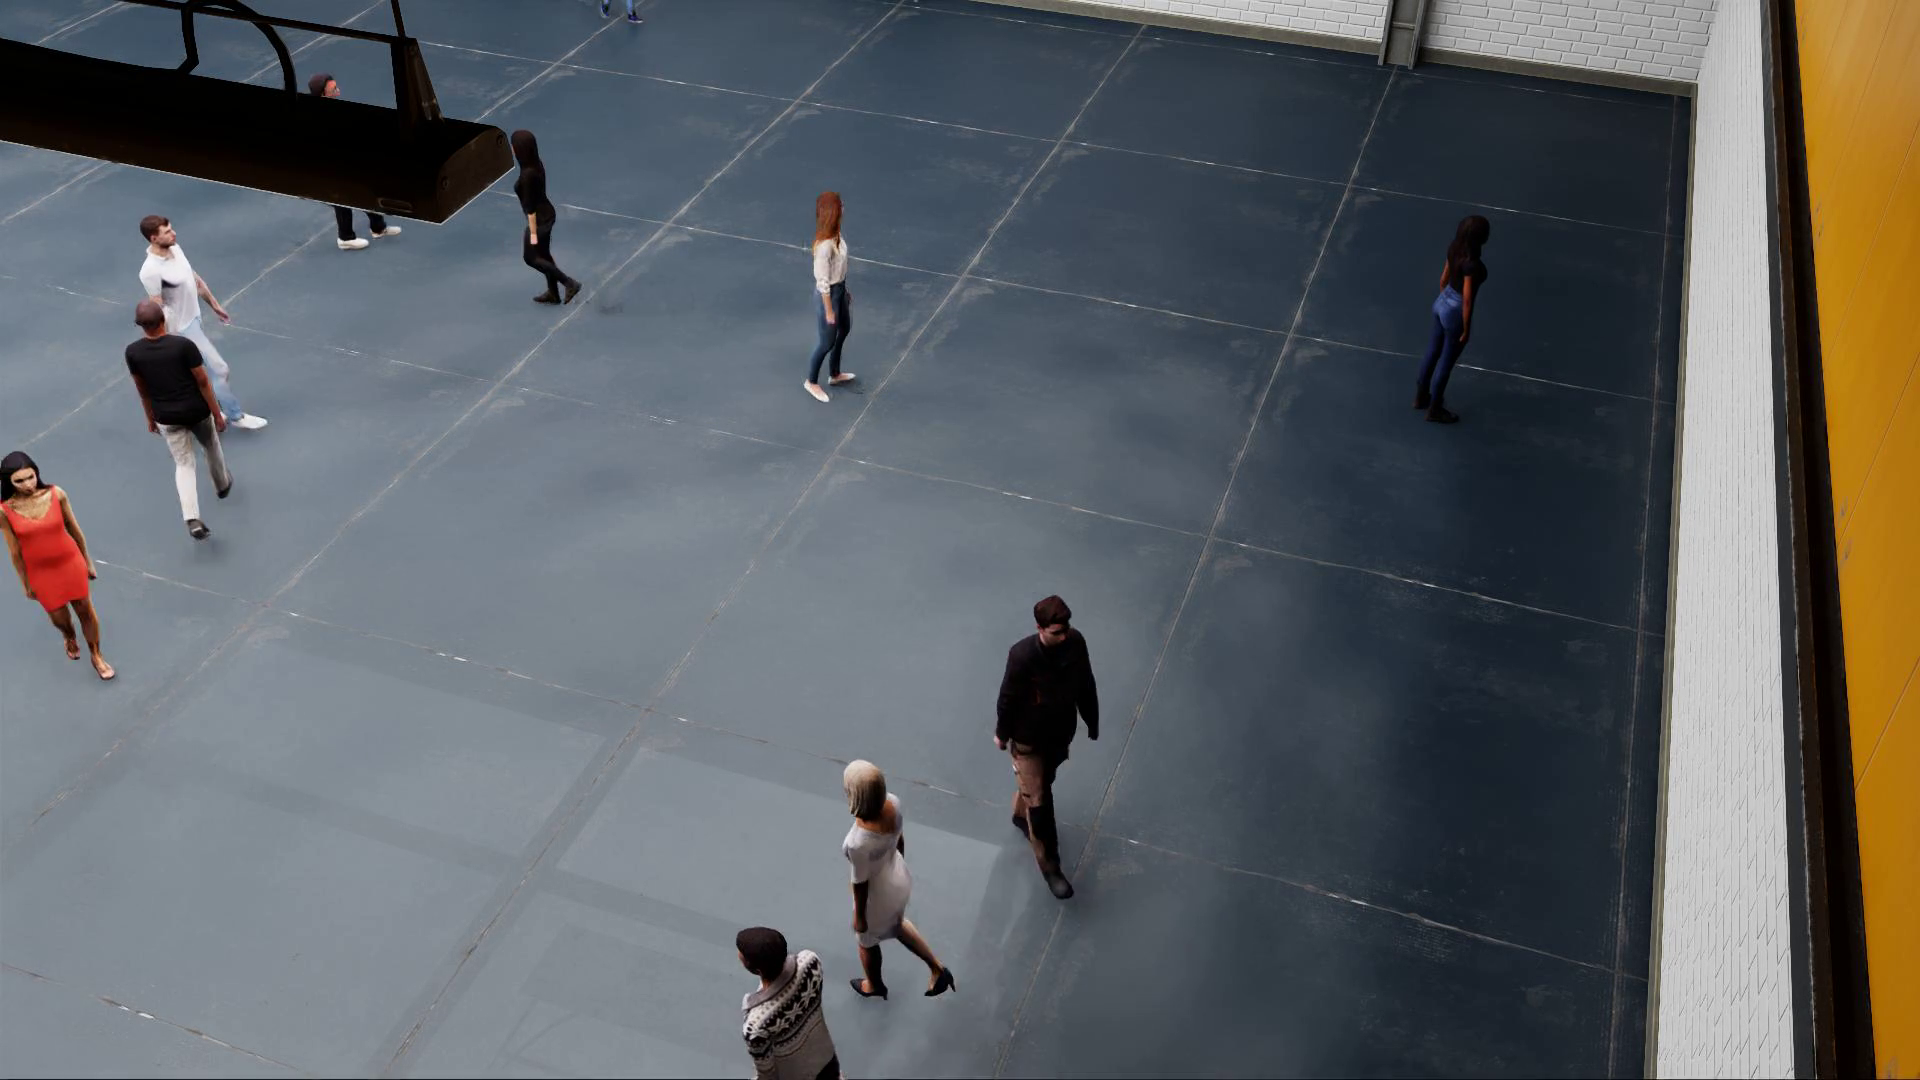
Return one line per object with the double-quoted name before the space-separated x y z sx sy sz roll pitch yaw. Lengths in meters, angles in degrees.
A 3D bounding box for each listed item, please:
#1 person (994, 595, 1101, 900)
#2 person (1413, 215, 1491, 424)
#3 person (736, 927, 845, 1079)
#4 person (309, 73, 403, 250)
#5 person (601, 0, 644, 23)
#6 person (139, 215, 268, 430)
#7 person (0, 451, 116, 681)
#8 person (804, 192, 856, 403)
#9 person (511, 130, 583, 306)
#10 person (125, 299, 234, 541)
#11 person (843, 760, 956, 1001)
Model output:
"person" 0.423 1.013 9.342 1.068 1.903 1.157 -20 43 -24
"person" 3.816 -1.729 12.906 0.690 1.738 0.663 -8 39 -9
"person" -0.683 2.445 7.633 1.328 1.798 0.988 27 46 30
"person" -5.686 -3.413 15.068 0.943 1.672 0.854 -5 39 -6
"person" -4.057 -6.704 19.536 0.853 1.239 0.674 28 47 31
"person" -6.010 -1.642 12.721 0.987 1.834 0.860 -4 39 -5
"person" -5.787 0.142 10.586 0.766 1.710 0.842 -27 46 -30
"person" -1.049 -1.931 13.185 0.668 1.707 0.690 16 41 19
"person" -3.529 -2.718 14.233 0.787 1.628 0.697 2 39 2
"person" -5.497 -0.819 11.741 1.226 1.771 1.171 -9 40 -11
"person" -0.326 1.819 8.472 0.851 1.728 0.642 15 41 17
